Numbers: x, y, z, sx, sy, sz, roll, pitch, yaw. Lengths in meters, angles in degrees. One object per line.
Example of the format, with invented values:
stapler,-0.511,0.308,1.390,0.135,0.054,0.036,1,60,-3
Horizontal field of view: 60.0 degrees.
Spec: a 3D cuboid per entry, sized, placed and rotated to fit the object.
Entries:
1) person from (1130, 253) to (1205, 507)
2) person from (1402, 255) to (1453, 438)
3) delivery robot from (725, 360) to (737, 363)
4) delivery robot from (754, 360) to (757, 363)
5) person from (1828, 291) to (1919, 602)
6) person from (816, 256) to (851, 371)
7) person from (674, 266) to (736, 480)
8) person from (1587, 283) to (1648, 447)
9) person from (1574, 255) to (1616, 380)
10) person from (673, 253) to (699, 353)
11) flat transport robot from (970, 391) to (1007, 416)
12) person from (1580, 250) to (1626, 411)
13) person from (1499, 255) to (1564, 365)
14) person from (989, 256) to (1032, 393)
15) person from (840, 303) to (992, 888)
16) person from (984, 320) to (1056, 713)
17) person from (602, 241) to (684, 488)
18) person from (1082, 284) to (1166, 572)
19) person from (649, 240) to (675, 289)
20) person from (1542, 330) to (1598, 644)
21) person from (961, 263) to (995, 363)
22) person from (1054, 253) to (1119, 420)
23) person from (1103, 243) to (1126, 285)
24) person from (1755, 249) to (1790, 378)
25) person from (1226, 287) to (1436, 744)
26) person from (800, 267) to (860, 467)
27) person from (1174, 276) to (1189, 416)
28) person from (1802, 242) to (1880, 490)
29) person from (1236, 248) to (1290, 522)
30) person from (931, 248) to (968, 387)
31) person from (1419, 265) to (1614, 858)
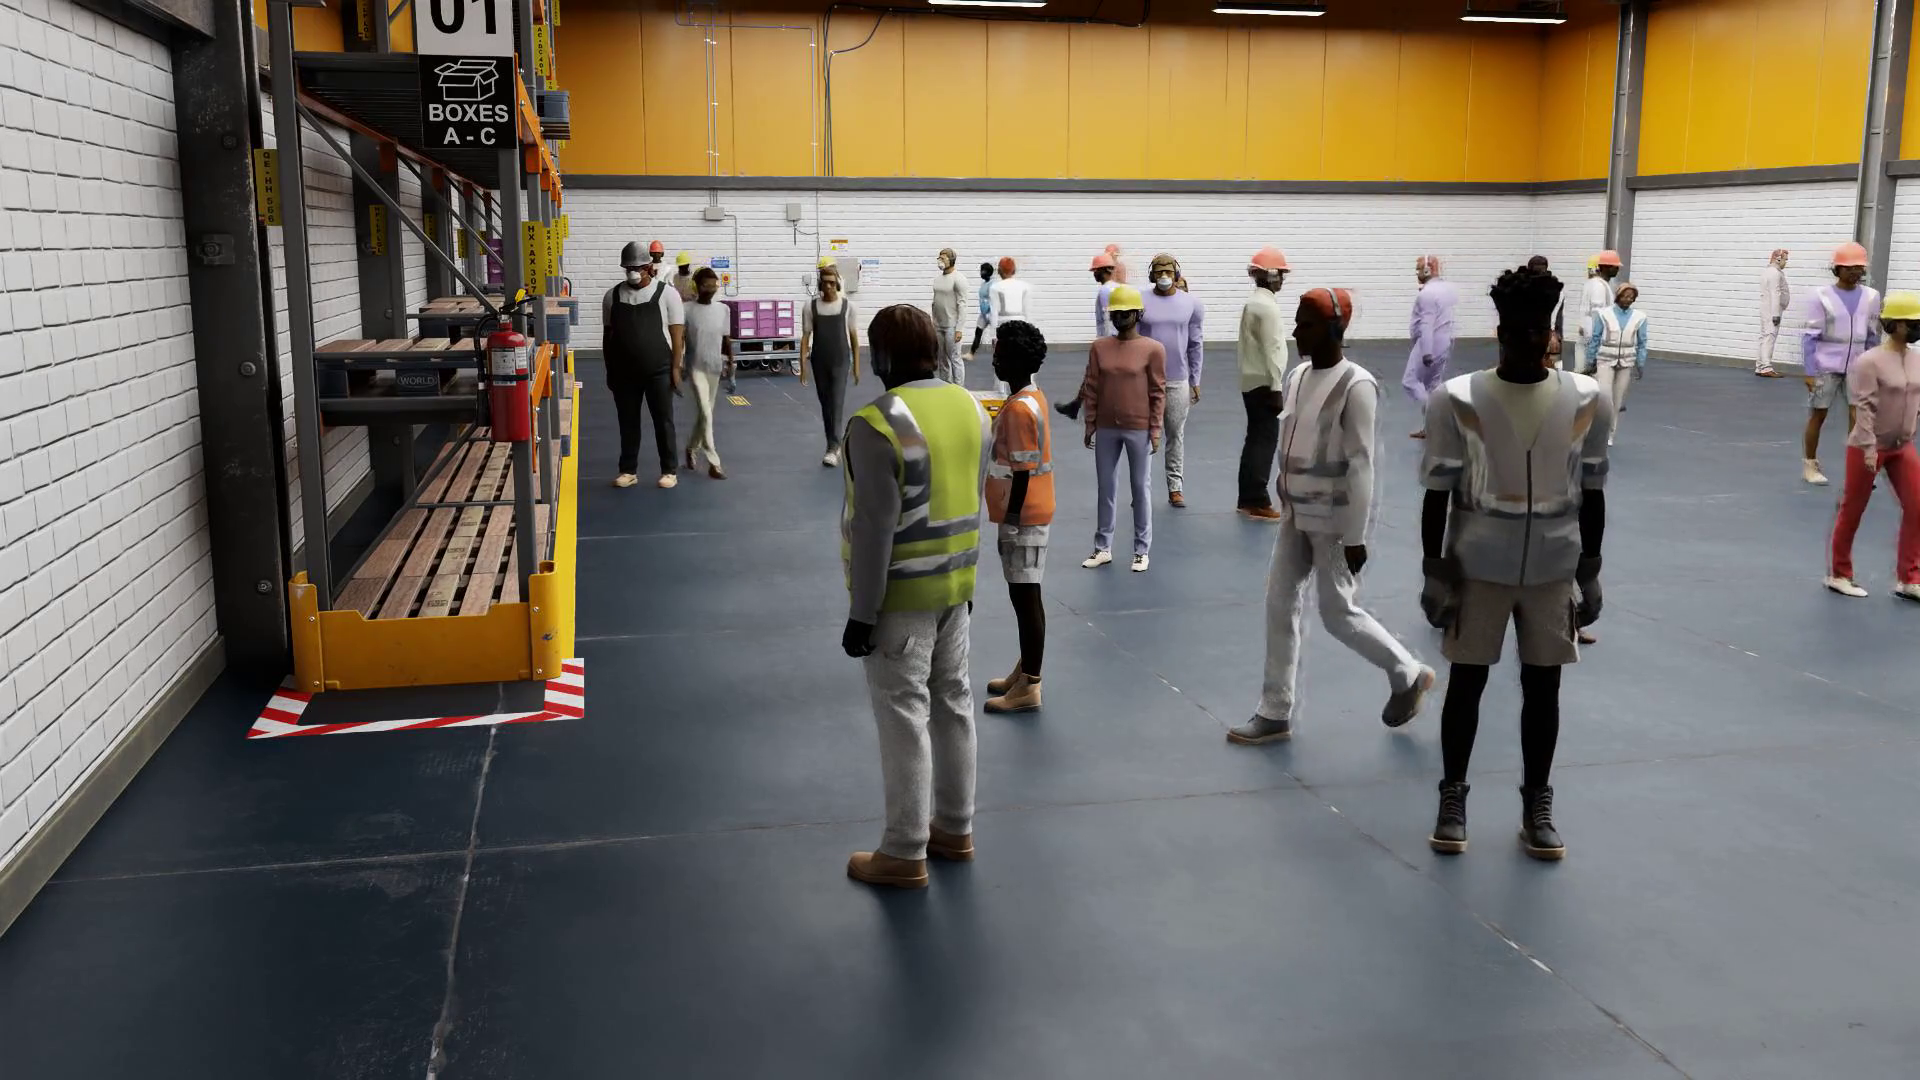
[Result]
person,1.542,-1.212,12.703,0.634,1.939,0.367,0,10,0
person,4.780,-1.964,17.008,0.420,1.887,0.645,8,13,37
delivery robot,-3.652,-2.983,26.090,0.707,0.478,0.477,-4,11,-23
delivery robot,-2.976,-3.034,26.373,0.707,0.478,0.477,-6,12,-32
person,5.231,-0.506,9.309,0.523,1.744,0.715,-3,11,-16
person,-1.955,-3.493,25.769,0.584,1.795,0.634,5,12,28
person,-2.248,-1.472,14.507,0.532,1.819,0.975,-6,12,-32
person,6.439,-1.694,16.263,0.531,1.604,0.683,1,10,7
person,8.770,-3.020,23.045,0.615,1.827,0.446,-5,11,-26
person,-4.309,-3.665,26.622,0.573,1.841,1.118,4,11,21
flat transport robot,0.237,-1.602,19.487,0.652,0.197,1.431,-2,11,-13
person,7.628,-2.493,19.853,0.679,1.921,0.565,6,12,30
person,5.613,-1.852,16.391,0.598,1.897,0.621,1,10,4
person,0.649,-2.547,20.385,0.580,1.857,0.875,-4,11,-23
person,-0.163,0.176,5.290,0.429,1.839,0.629,7,13,35
person,0.255,-0.100,7.217,0.318,1.697,0.534,1,10,5
person,-2.625,-1.437,13.669,0.681,2.000,0.535,1,10,5
person,1.007,-0.686,10.268,0.524,1.769,0.308,5,11,26
person,-5.075,-4.001,27.919,0.610,2.032,0.439,-1,10,-4
person,2.829,-0.282,8.500,0.826,1.597,0.500,8,13,39
person,0.429,-3.745,27.525,0.861,1.644,0.551,-4,11,-23
person,1.583,-2.250,18.607,1.022,1.874,0.544,5,12,27
person,2.686,-4.198,29.131,0.437,1.976,0.646,-4,11,-22
person,12.137,-3.377,24.805,0.407,1.903,0.639,3,11,14
person,1.526,-0.089,6.722,0.826,1.860,0.583,-3,11,-18
person,-1.193,-1.598,15.251,0.521,1.797,0.994,1,10,4
person,2.466,-2.220,19.133,0.279,1.633,0.497,10,14,44
person,7.219,-1.401,13.558,0.633,2.004,0.919,0,10,0
person,2.226,-1.131,12.182,0.376,1.972,0.678,-1,10,-6
person,-0.150,-2.610,20.452,0.370,1.940,0.631,-8,13,-36
person,1.816,0.084,5.488,0.612,1.957,0.379,1,10,5
